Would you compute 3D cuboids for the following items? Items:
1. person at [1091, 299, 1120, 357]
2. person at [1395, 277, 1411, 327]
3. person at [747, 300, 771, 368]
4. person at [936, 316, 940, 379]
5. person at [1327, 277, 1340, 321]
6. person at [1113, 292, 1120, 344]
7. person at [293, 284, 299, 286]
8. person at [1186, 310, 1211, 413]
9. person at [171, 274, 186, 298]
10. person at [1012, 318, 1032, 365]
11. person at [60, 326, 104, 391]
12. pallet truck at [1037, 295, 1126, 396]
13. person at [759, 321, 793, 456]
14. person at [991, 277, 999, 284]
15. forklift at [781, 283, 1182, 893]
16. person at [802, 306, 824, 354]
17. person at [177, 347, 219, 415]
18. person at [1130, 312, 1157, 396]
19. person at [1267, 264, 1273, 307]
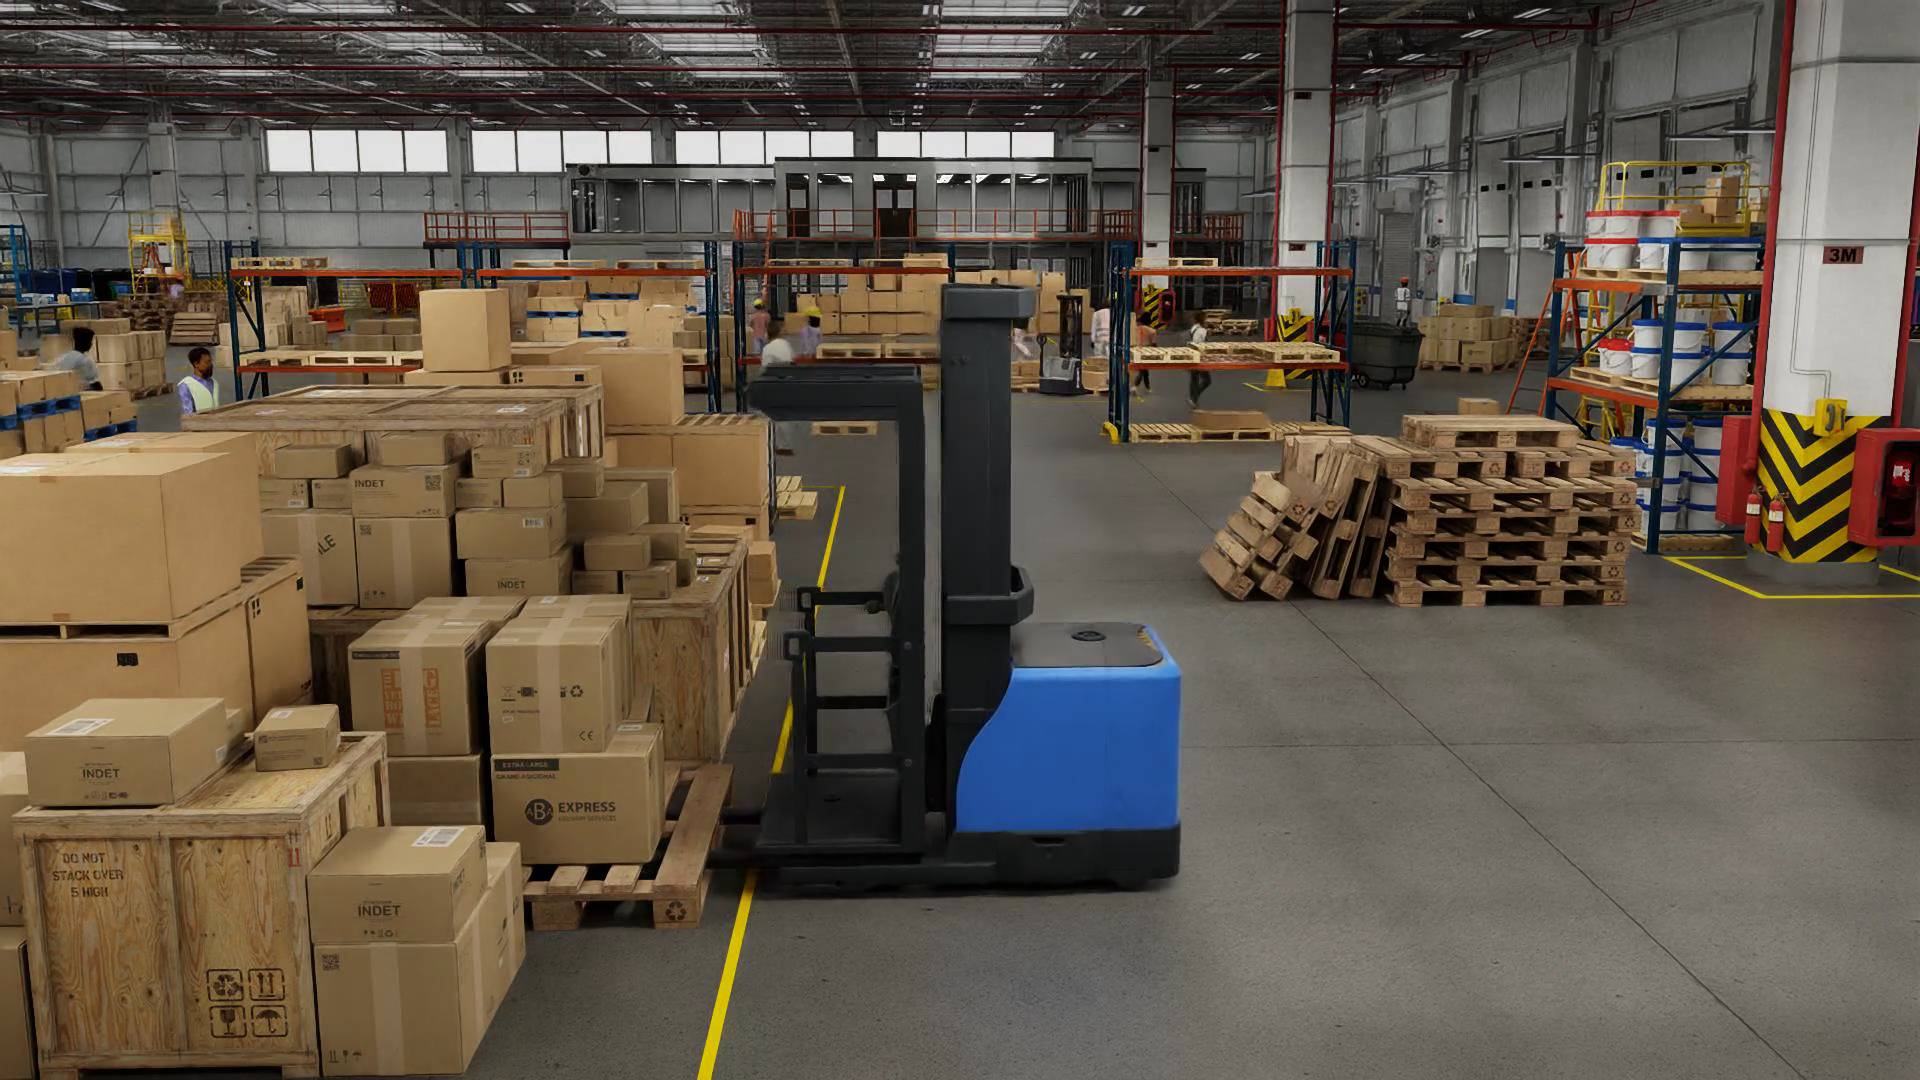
[{"bbox_3d":[3.125,-4.312,36.016,0.681,1.802,0.881,-2,10,-11],"label":"person"},{"bbox_3d":[13.825,-7.224,51.850,0.359,1.938,0.547,-8,13,-36],"label":"person"},{"bbox_3d":[-4.578,-4.596,37.806,0.542,1.712,0.902,-4,11,-20],"label":"person"},{"bbox_3d":[-0.327,-4.415,36.768,0.513,1.719,0.622,7,12,33],"label":"person"},{"bbox_3d":[11.880,-7.416,52.929,0.645,1.926,0.612,10,14,43],"label":"person"},{"bbox_3d":[3.433,-4.541,36.926,0.587,1.930,0.360,-3,11,-16],"label":"person"},{"bbox_3d":[-18.348,-6.156,46.091,0.508,1.872,0.329,-5,11,-24],"label":"person"},{"bbox_3d":[4.228,-3.149,29.438,0.401,1.831,0.552,-5,11,-25],"label":"person"},{"bbox_3d":[-25.004,-7.496,53.266,0.618,1.991,1.045,4,11,24],"label":"person"},{"bbox_3d":[1.502,-5.192,40.438,0.667,1.979,0.626,9,14,42],"label":"person"},{"bbox_3d":[-11.334,-1.805,21.623,0.621,1.945,0.474,7,12,35],"label":"person"},{"bbox_3d":[2.483,-3.881,33.060,1.885,1.965,0.823,-7,13,-36],"label":"pallet truck"},{"bbox_3d":[-2.698,-2.152,23.654,0.796,1.909,0.653,5,11,24],"label":"person"},{"bbox_3d":[1.041,-7.310,52.371,0.379,1.931,0.625,4,11,21],"label":"person"},{"bbox_3d":[0.090,0.173,8.014,1.873,2.768,1.129,0,10,-2],"label":"forklift"},{"bbox_3d":[-2.470,-3.131,29.153,0.791,1.897,0.609,5,11,25],"label":"person"},{"bbox_3d":[-8.076,-1.096,17.759,0.392,1.922,0.590,1,10,6],"label":"person"},{"bbox_3d":[3.614,-3.671,32.824,0.824,1.671,0.530,-10,14,-43],"label":"person"},{"bbox_3d":[14.564,-11.892,77.696,0.396,1.992,0.622,9,13,41],"label":"person"}]
